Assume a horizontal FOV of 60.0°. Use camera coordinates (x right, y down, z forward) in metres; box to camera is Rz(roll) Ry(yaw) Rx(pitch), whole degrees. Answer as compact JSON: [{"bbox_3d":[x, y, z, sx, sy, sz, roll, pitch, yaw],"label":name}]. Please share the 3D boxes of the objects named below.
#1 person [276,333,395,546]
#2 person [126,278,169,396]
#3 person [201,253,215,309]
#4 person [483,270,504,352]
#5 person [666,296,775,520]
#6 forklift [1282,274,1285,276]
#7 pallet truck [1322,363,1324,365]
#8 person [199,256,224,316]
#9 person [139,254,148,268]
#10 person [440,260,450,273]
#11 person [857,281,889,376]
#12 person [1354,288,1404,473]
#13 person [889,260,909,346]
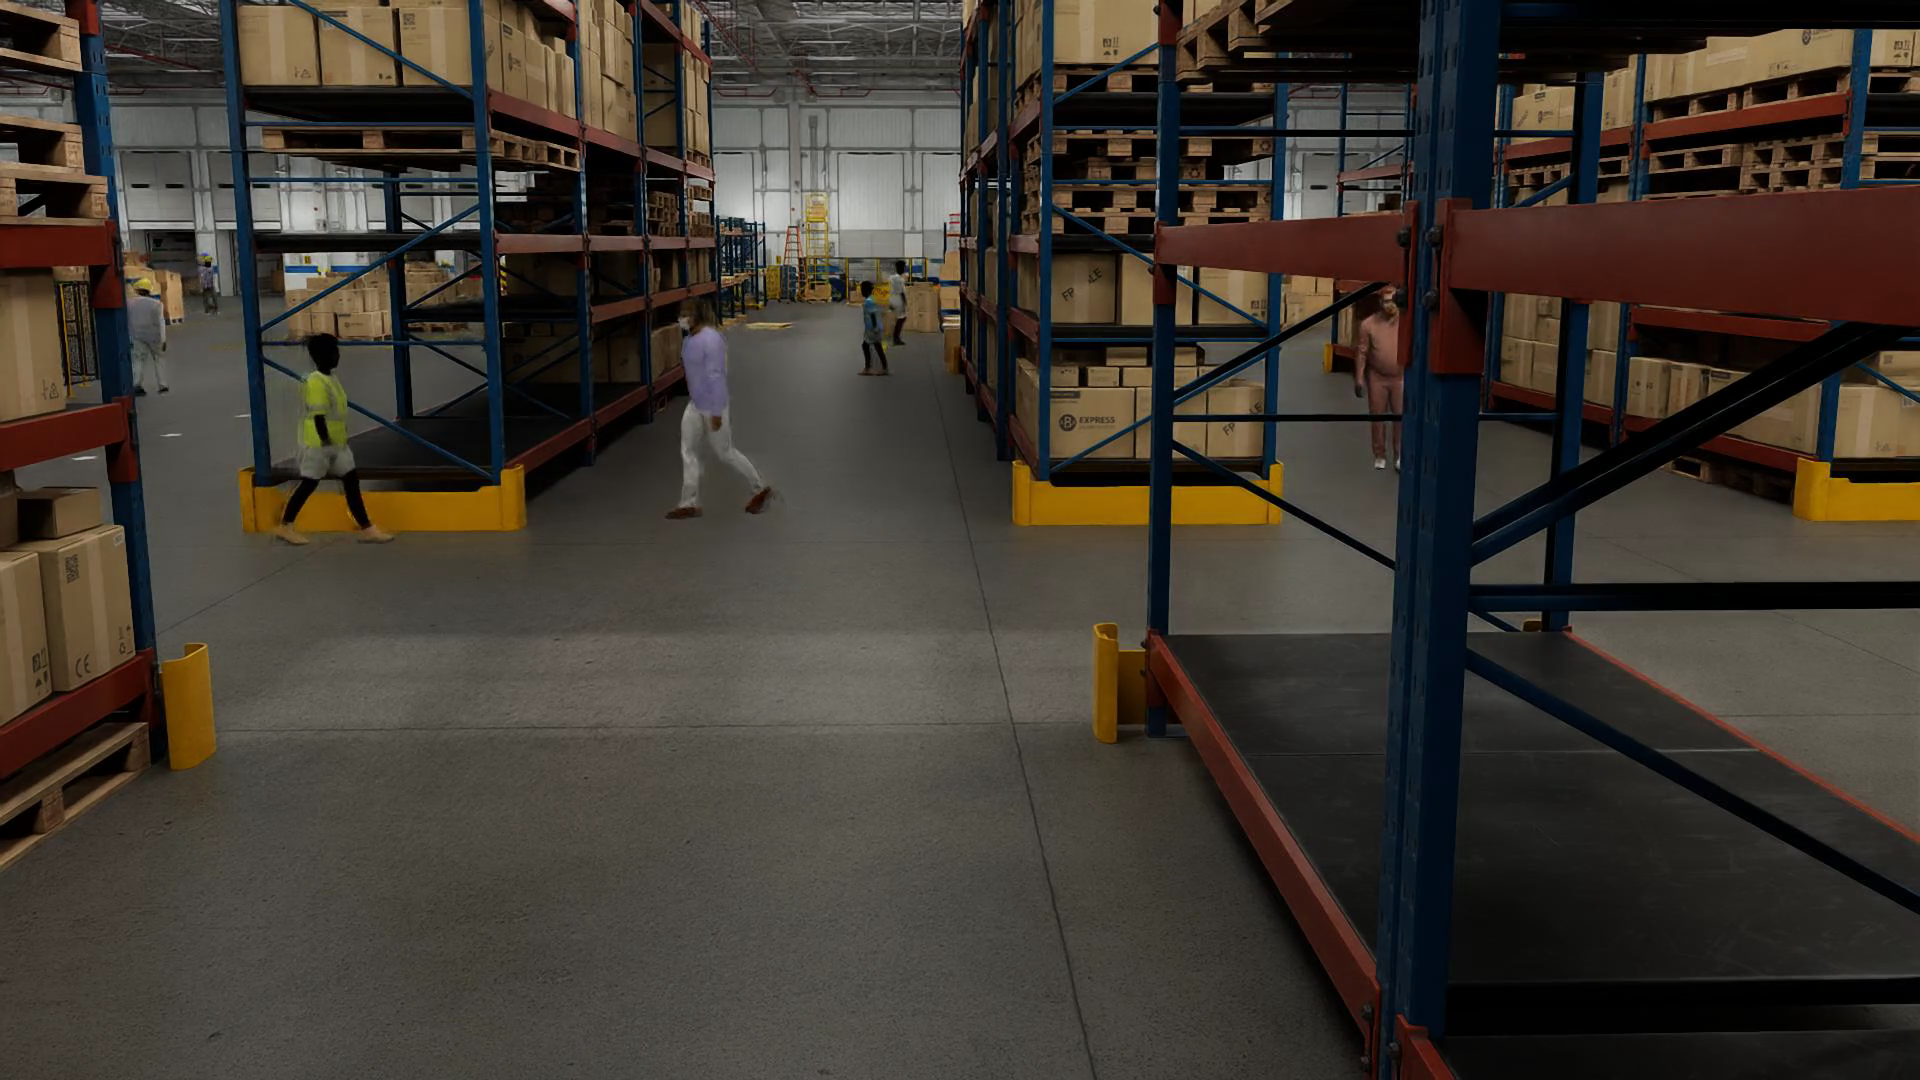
[{"bbox_3d":[-4.894,-0.762,12.792,0.881,1.651,0.542,0,10,0],"label":"person"},{"bbox_3d":[-12.439,-3.099,25.409,0.602,1.799,0.902,-1,10,-5],"label":"person"},{"bbox_3d":[-26.334,-9.065,58.247,0.402,1.938,0.604,-4,11,-23],"label":"person"},{"bbox_3d":[-9.854,-4.963,35.465,0.798,1.905,0.562,-3,11,-18],"label":"person"},{"bbox_3d":[-2.057,-1.127,14.142,0.899,1.906,0.633,-8,13,-37],"label":"person"},{"bbox_3d":[12.142,-10.797,65.268,1.129,2.768,1.873,0,10,-2],"label":"forklift"},{"bbox_3d":[7.712,-4.157,30.737,1.885,1.965,0.823,3,11,16],"label":"pallet truck"},{"bbox_3d":[-23.761,-8.040,52.678,0.819,1.880,0.582,5,11,26],"label":"person"},{"bbox_3d":[-25.240,-7.812,51.253,1.029,1.934,0.643,-6,12,-32],"label":"person"},{"bbox_3d":[-17.933,-8.962,58.294,0.660,1.722,0.487,-1,10,-8],"label":"person"},{"bbox_3d":[-1.540,-3.688,29.071,0.661,1.646,0.554,1,10,6],"label":"person"},{"bbox_3d":[4.349,-1.607,16.887,0.681,1.863,0.935,2,10,10],"label":"person"},{"bbox_3d":[-1.329,-5.314,37.323,0.526,1.943,0.632,-5,11,-24],"label":"person"}]
